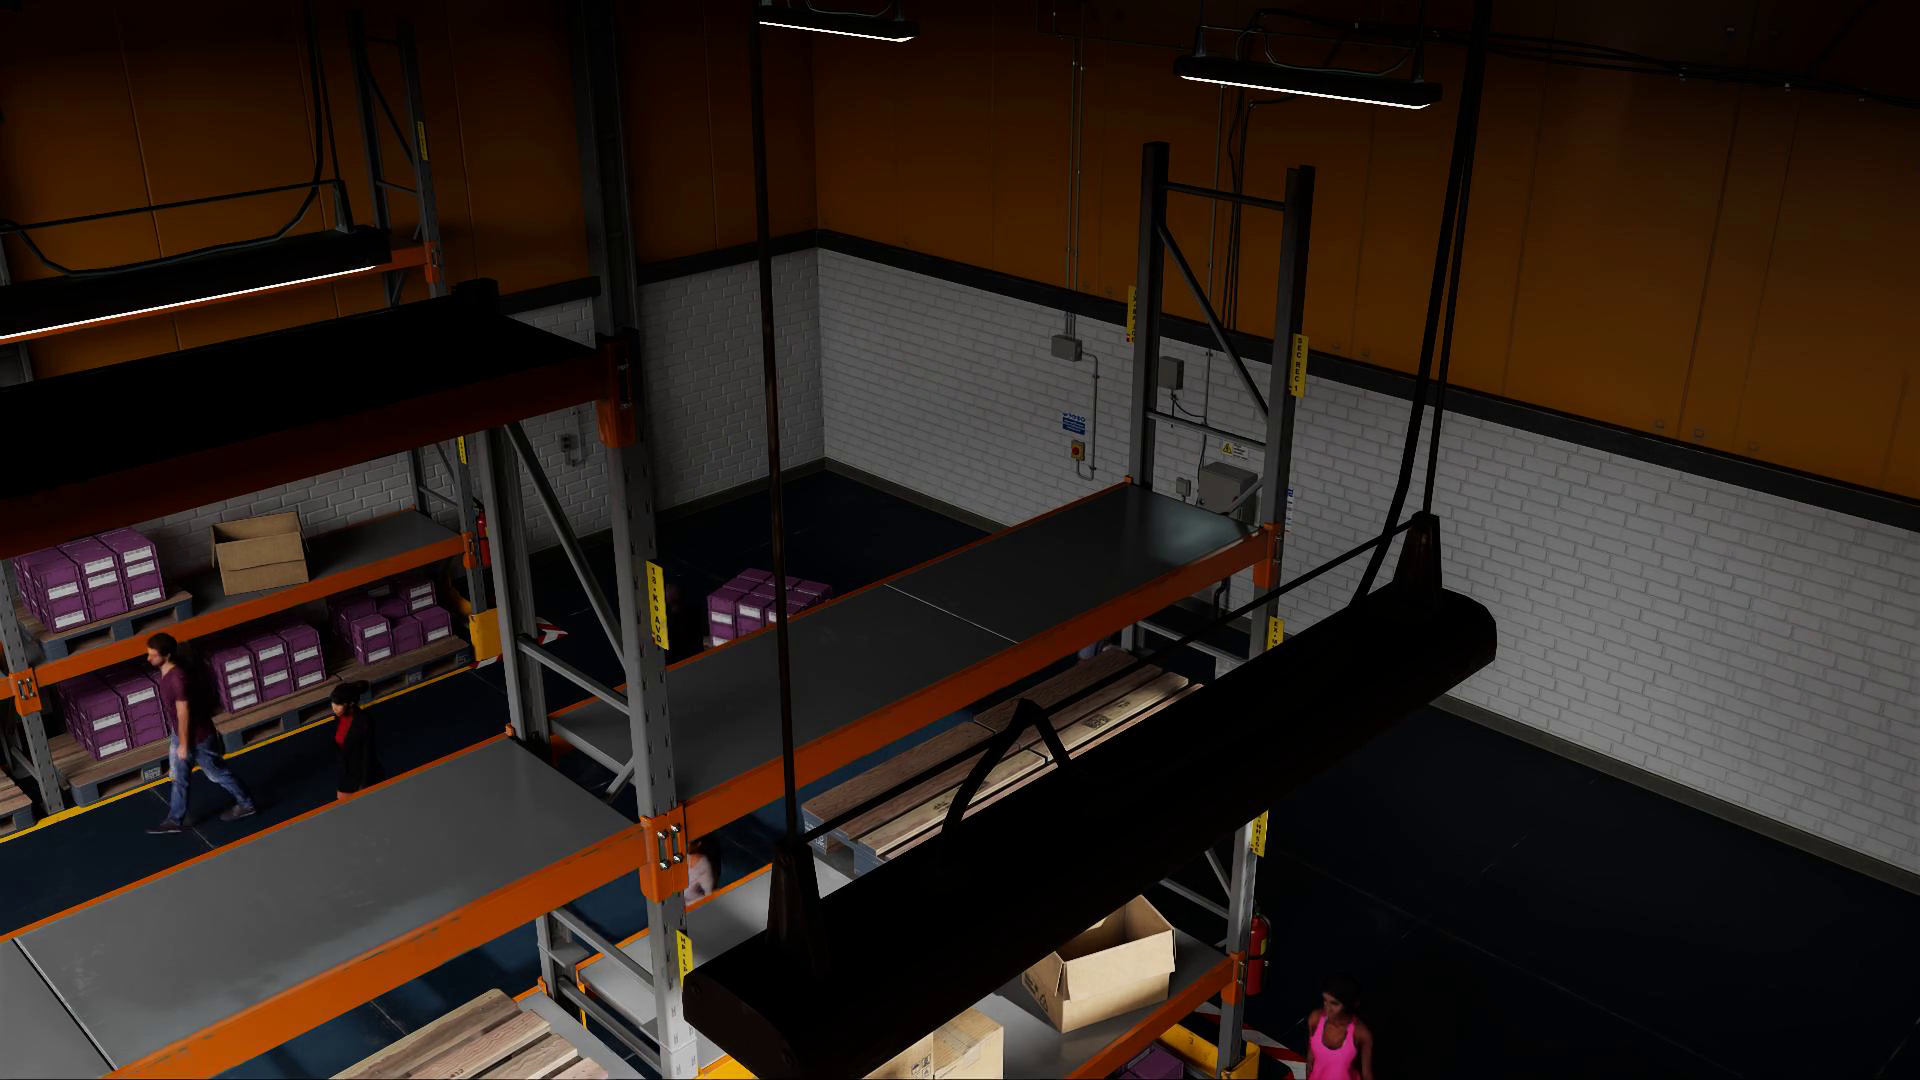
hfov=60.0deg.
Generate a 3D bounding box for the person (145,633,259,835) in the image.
[{"bbox_3d":[-6.040,1.505,13.258,1.107,1.798,0.771,-14,27,-28],"label":"person"}]

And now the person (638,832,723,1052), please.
[{"bbox_3d":[-1.596,2.568,10.949,1.234,1.700,0.911,-10,26,-22],"label":"person"}]

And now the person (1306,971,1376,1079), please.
[{"bbox_3d":[2.203,3.169,9.608,0.872,1.673,1.255,11,26,23],"label":"person"}]

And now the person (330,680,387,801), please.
[{"bbox_3d":[-4.539,1.792,12.818,0.687,1.625,0.753,9,25,21],"label":"person"}]

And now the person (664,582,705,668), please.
[{"bbox_3d":[-2.272,1.171,14.092,0.787,1.743,0.907,16,29,33],"label":"person"}]
